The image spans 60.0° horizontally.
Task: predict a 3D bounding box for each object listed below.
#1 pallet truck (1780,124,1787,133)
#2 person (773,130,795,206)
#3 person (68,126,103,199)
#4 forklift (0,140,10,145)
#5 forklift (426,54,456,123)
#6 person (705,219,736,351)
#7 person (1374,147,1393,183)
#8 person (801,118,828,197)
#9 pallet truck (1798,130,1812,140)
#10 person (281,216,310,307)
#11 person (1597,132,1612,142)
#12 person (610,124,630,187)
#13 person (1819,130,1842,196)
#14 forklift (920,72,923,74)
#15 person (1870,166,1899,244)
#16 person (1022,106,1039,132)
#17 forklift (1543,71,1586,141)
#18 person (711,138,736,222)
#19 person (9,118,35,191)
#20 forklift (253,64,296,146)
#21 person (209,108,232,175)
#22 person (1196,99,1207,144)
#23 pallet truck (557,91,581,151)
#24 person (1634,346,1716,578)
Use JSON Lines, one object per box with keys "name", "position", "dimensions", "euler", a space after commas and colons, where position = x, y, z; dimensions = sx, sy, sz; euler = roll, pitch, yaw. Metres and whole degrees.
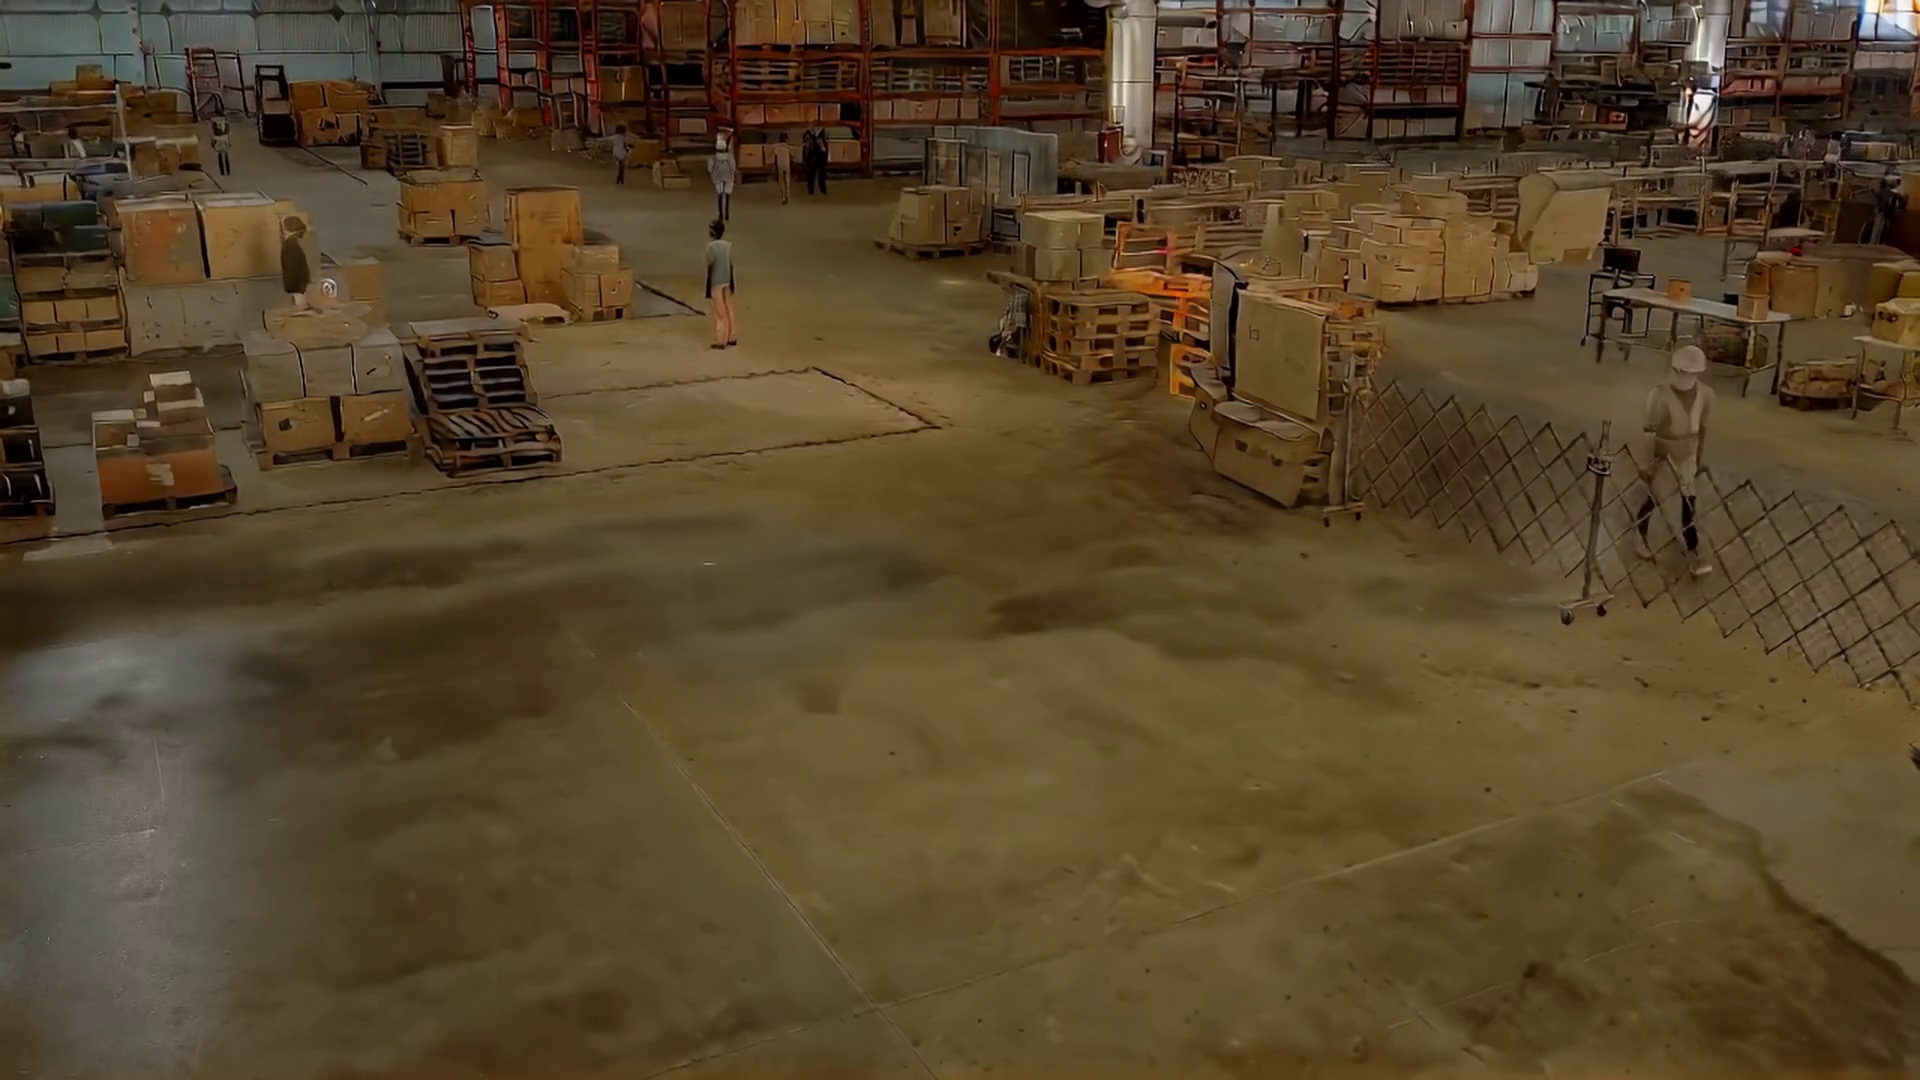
{"name": "pallet truck", "position": [25.206, -12.542, 52.601], "dimensions": [1.601, 1.201, 0.680], "euler": [0, 18, -2]}
{"name": "person", "position": [-4.343, -9.168, 41.082], "dimensions": [0.528, 1.851, 0.698], "euler": [-1, 18, -2]}
{"name": "person", "position": [-21.827, -9.342, 41.456], "dimensions": [0.682, 1.949, 0.629], "euler": [-9, 20, -26]}
{"name": "forklift", "position": [-34.684, -15.432, 58.943], "dimensions": [1.873, 2.768, 1.129], "euler": [-2, 18, -7]}
{"name": "forklift", "position": [-21.750, -19.219, 70.751], "dimensions": [1.873, 2.768, 1.129], "euler": [-9, 20, -26]}
{"name": "person", "position": [-3.447, -3.651, 23.844], "dimensions": [0.334, 1.873, 0.521], "euler": [15, 23, 40]}
{"name": "person", "position": [9.252, -7.675, 36.469], "dimensions": [0.431, 1.818, 0.618], "euler": [-10, 20, -28]}
{"name": "person", "position": [-3.751, -9.927, 43.135], "dimensions": [0.682, 2.000, 0.536], "euler": [1, 18, 4]}
{"name": "pallet truck", "position": [25.526, -11.556, 49.408], "dimensions": [1.630, 1.274, 0.653], "euler": [-9, 20, -26]}
{"name": "person", "position": [-9.201, -3.499, 23.169], "dimensions": [0.395, 1.993, 0.614], "euler": [-5, 18, -15]}
{"name": "person", "position": [21.004, -13.376, 54.147], "dimensions": [1.034, 1.890, 0.651], "euler": [-2, 18, -8]}
{"name": "person", "position": [-9.326, -10.619, 45.891], "dimensions": [0.550, 1.664, 0.764], "euler": [8, 20, 25]}
{"name": "person", "position": [22.802, -9.870, 43.505], "dimensions": [0.319, 1.698, 0.538], "euler": [-6, 19, -19]}
{"name": "forklift", "position": [-1.395, -13.233, 52.088], "dimensions": [1.873, 2.768, 1.129], "euler": [-9, 20, -26]}
{"name": "person", "position": [18.207, -6.460, 32.771], "dimensions": [0.317, 1.767, 0.534], "euler": [8, 19, 23]}
{"name": "person", "position": [2.257, -13.091, 53.554], "dimensions": [0.540, 1.696, 0.315], "euler": [6, 19, 17]}
{"name": "forklift", "position": [18.685, -13.231, 52.085], "dimensions": [1.873, 2.768, 1.129], "euler": [-9, 20, -26]}
{"name": "person", "position": [-5.407, -8.228, 38.086], "dimensions": [0.550, 1.887, 0.975], "euler": [-4, 18, -12]}
{"name": "person", "position": [-25.135, -10.308, 44.520], "dimensions": [0.596, 1.918, 0.379], "euler": [5, 18, 15]}
{"name": "forklift", "position": [-24.393, -15.459, 59.030], "dimensions": [1.129, 2.768, 1.873], "euler": [-9, 20, -26]}
{"name": "person", "position": [-21.667, -11.679, 48.794], "dimensions": [0.563, 1.918, 0.466], "euler": [-8, 19, -23]}
{"name": "person", "position": [8.704, -15.051, 59.819], "dimensions": [0.516, 1.594, 0.803], "euler": [1, 18, 4]}
{"name": "pallet truck", "position": [-13.495, -14.412, 57.188], "dimensions": [0.823, 1.965, 1.885], "euler": [-3, 18, -9]}
{"name": "person", "position": [6.212, -0.675, 14.367], "dimensions": [0.641, 1.988, 1.035], "euler": [-3, 18, -8]}
